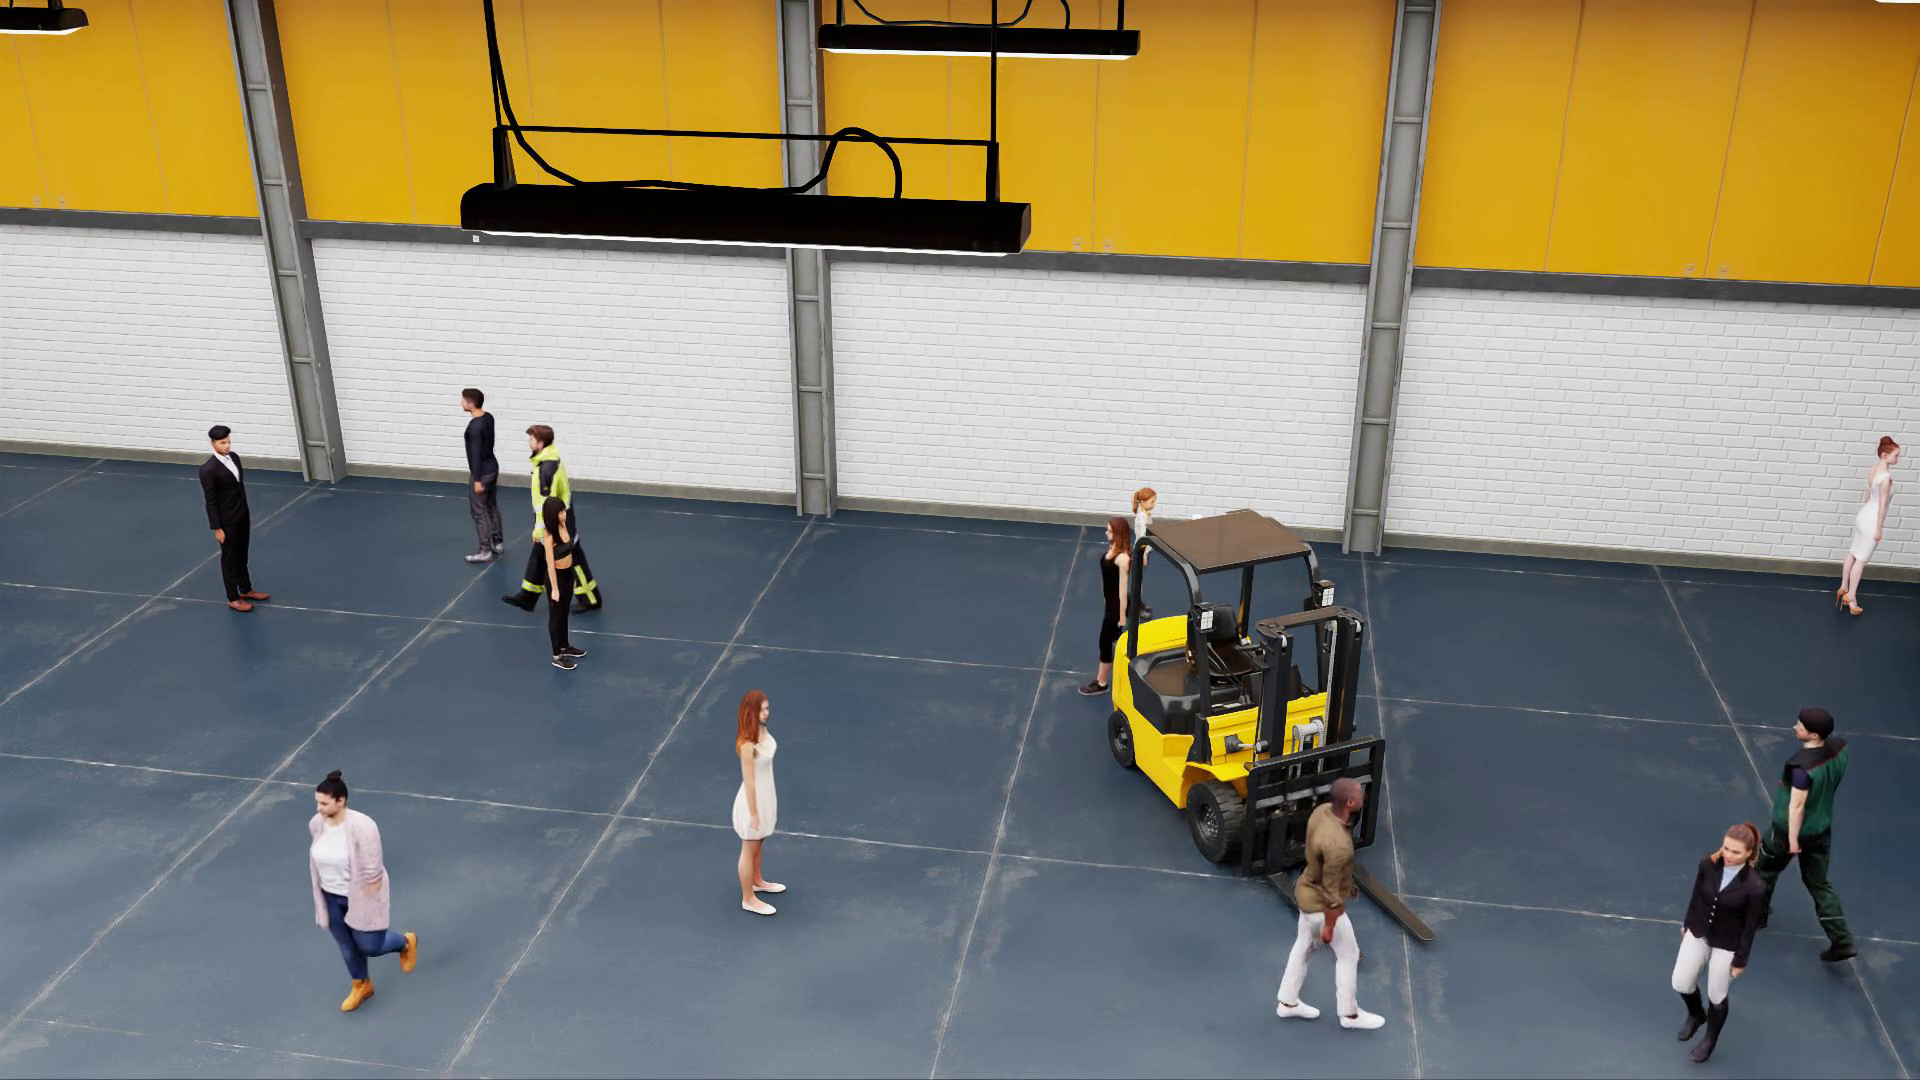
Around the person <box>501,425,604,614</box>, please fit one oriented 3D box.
[{"bbox_3d":[-3.796,-0.157,15.979,1.330,1.930,1.116,-7,24,-15],"label":"person"}]

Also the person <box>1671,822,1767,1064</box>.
[{"bbox_3d":[4.709,2.460,10.263,0.808,1.713,0.745,-18,29,-36],"label":"person"}]

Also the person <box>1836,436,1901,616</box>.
[{"bbox_3d":[8.806,-0.147,16.125,0.481,1.796,0.562,5,24,11],"label":"person"}]

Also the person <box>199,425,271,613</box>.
[{"bbox_3d":[-7.122,-0.236,16.224,0.538,1.878,0.690,5,24,11],"label":"person"}]

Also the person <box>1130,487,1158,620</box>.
[{"bbox_3d":[1.763,0.111,16.136,0.455,1.313,0.465,5,24,11],"label":"person"}]

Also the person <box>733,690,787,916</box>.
[{"bbox_3d":[-1.441,1.819,11.736,0.526,1.707,0.552,5,24,11],"label":"person"}]

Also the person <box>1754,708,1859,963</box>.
[{"bbox_3d":[5.743,1.991,11.165,1.247,1.851,1.217,-10,26,-22],"label":"person"}]

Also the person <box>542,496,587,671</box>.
[{"bbox_3d":[-3.656,0.360,15.156,0.490,1.643,0.549,5,24,11],"label":"person"}]

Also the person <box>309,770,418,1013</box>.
[{"bbox_3d":[-3.864,2.227,10.772,0.847,1.733,0.834,9,25,20],"label":"person"}]

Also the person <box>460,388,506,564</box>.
[{"bbox_3d":[-4.908,-0.691,17.283,0.610,1.865,0.651,3,24,7],"label":"person"}]

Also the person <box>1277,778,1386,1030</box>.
[{"bbox_3d":[2.220,2.301,10.522,0.966,1.798,0.829,0,24,-1],"label":"person"}]
